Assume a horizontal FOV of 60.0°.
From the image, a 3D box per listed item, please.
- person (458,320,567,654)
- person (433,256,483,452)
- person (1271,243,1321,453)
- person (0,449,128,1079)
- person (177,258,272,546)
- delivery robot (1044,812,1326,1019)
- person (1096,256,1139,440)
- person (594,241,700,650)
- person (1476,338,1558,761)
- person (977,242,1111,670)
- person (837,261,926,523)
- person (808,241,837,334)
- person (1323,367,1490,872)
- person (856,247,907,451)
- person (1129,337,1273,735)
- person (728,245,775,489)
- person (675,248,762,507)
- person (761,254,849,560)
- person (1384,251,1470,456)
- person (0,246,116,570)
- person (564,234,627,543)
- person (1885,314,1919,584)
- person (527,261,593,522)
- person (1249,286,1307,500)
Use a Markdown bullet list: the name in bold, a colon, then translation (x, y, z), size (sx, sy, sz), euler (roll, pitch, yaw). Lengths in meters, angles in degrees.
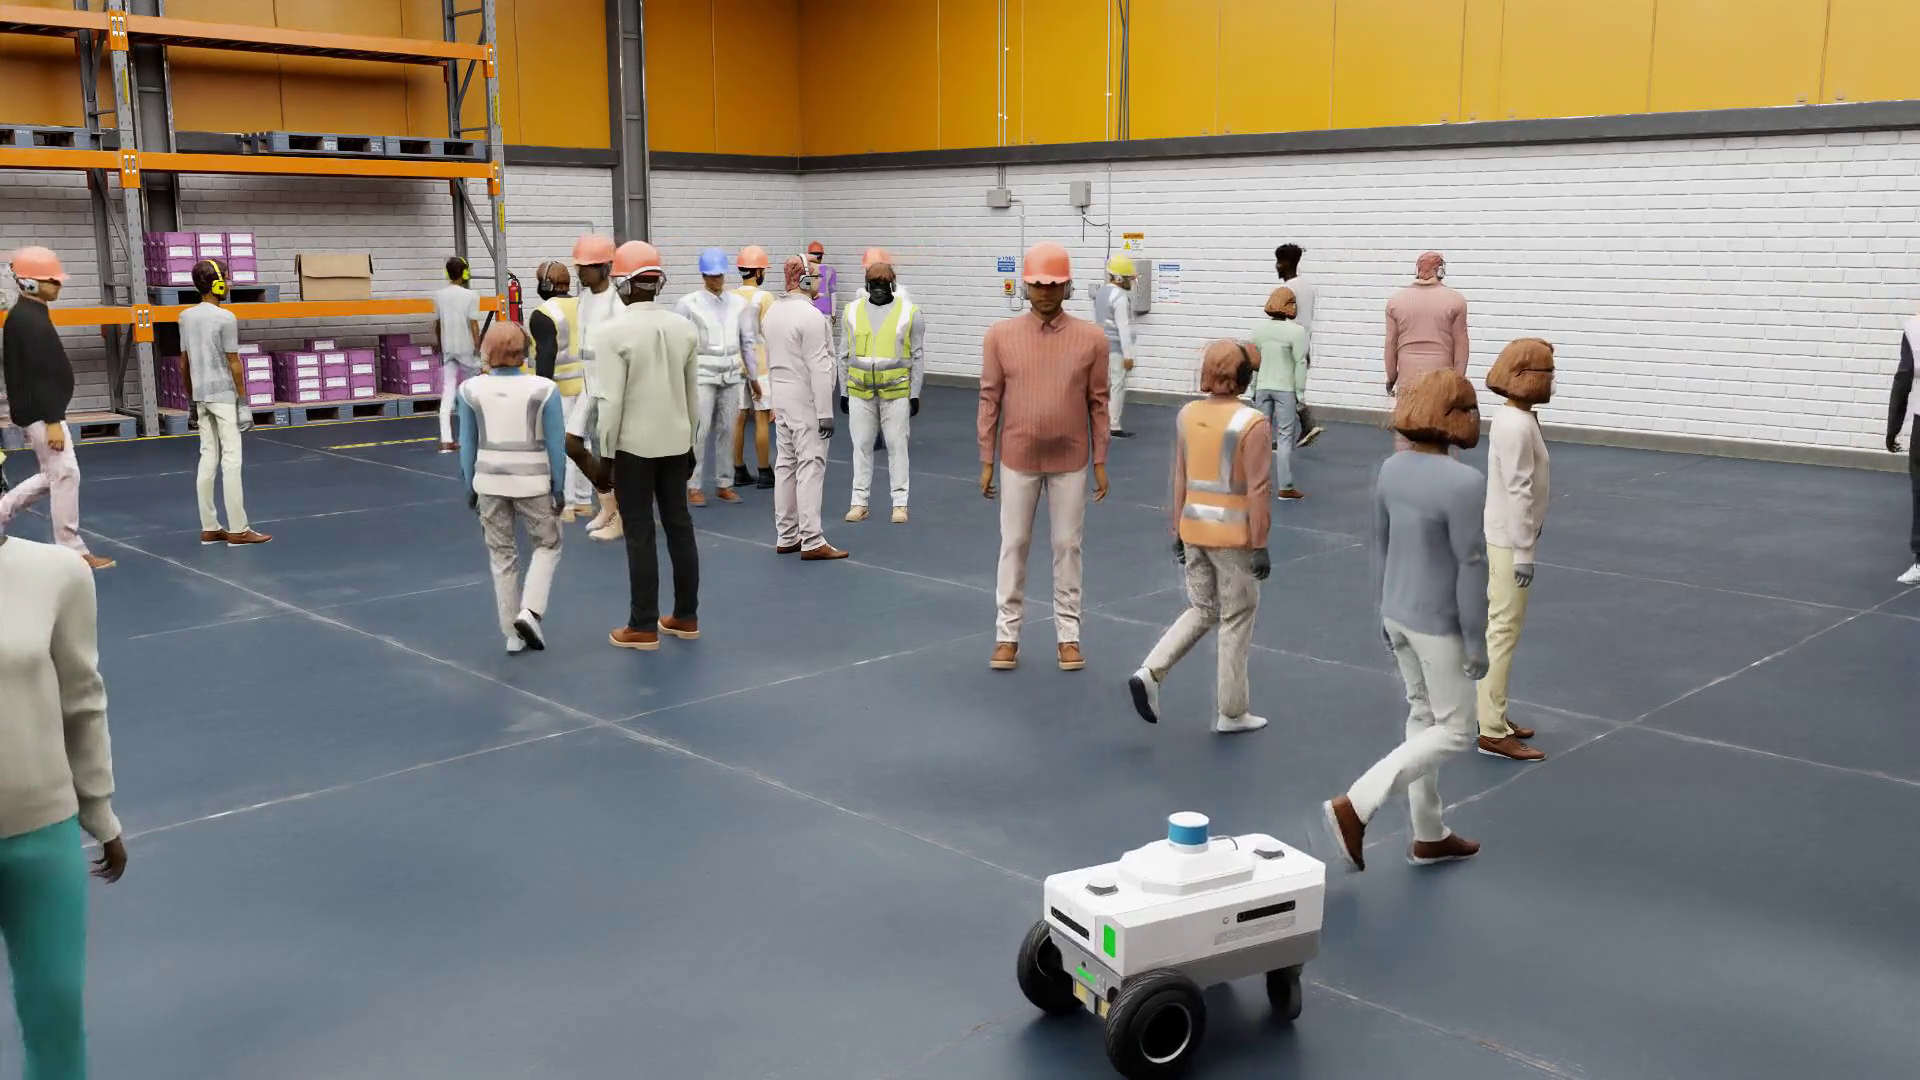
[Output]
- **person**: translation (-2.133, -0.230, 7.932), size (0.521, 1.629, 0.432), euler (0, 10, 0)
- **person**: translation (-4.705, -1.770, 15.803), size (0.552, 1.823, 0.971), euler (2, 11, 13)
- **person**: translation (3.049, -1.761, 15.382), size (0.452, 1.952, 0.631), euler (8, 13, 37)
- **person**: translation (-1.916, 0.572, 3.235), size (0.533, 1.780, 0.372), euler (-10, 15, -44)
- **person**: translation (-4.843, -0.890, 10.874), size (0.520, 1.869, 0.332), euler (5, 11, 24)
- **delivery robot**: translation (0.579, 0.937, 4.234), size (0.707, 0.478, 0.477), euler (-5, 12, -27)
- **person**: translation (1.564, -1.906, 16.592), size (0.407, 1.808, 0.627), euler (-4, 11, -18)
- **person**: translation (-1.545, -0.461, 8.180), size (0.395, 1.993, 0.614), euler (9, 14, 40)
- **person**: translation (2.170, 0.029, 6.499), size (0.283, 1.633, 0.500), euler (2, 11, 12)
- **person**: translation (0.388, -0.376, 7.723), size (0.622, 1.990, 0.402), euler (0, 10, 2)
- **person**: translation (-0.564, -1.037, 11.756), size (0.625, 1.841, 0.429), euler (2, 11, 9)
- **person**: translation (-1.995, -3.199, 23.275), size (0.544, 1.936, 0.359), euler (-2, 11, -11)
- **person**: translation (1.428, 0.268, 5.205), size (0.581, 1.615, 0.515), euler (-3, 11, -18)
- **person**: translation (-0.733, -1.798, 15.684), size (0.564, 1.916, 0.488), euler (5, 12, 27)
- **person**: translation (0.992, 0.007, 6.640), size (0.548, 1.623, 0.522), euler (-7, 12, -32)
- **person**: translation (-1.655, -1.379, 13.343), size (0.542, 1.939, 0.368), euler (7, 12, 33)
- **person**: translation (-1.819, -1.209, 12.449), size (0.651, 1.934, 0.421), euler (-8, 13, -37)
- **person**: translation (-0.968, -0.828, 10.427), size (0.409, 1.909, 0.642), euler (-7, 13, -35)
- **person**: translation (3.609, -1.272, 12.868), size (0.639, 1.902, 0.407), euler (5, 12, 28)
- **person**: translation (-5.508, -0.749, 9.853), size (0.677, 1.966, 0.628), euler (-7, 12, -32)
- **person**: translation (-2.359, -0.980, 10.921), size (0.447, 2.023, 0.627), euler (-9, 14, -40)
- **person**: translation (5.650, -0.667, 9.559), size (0.465, 1.897, 0.624), euler (-7, 12, -33)
- **person**: translation (-2.840, -1.045, 11.788), size (0.430, 1.844, 0.623), euler (3, 11, 18)
- **person**: translation (2.443, -1.127, 12.801), size (0.502, 1.632, 0.279), euler (10, 14, 44)
